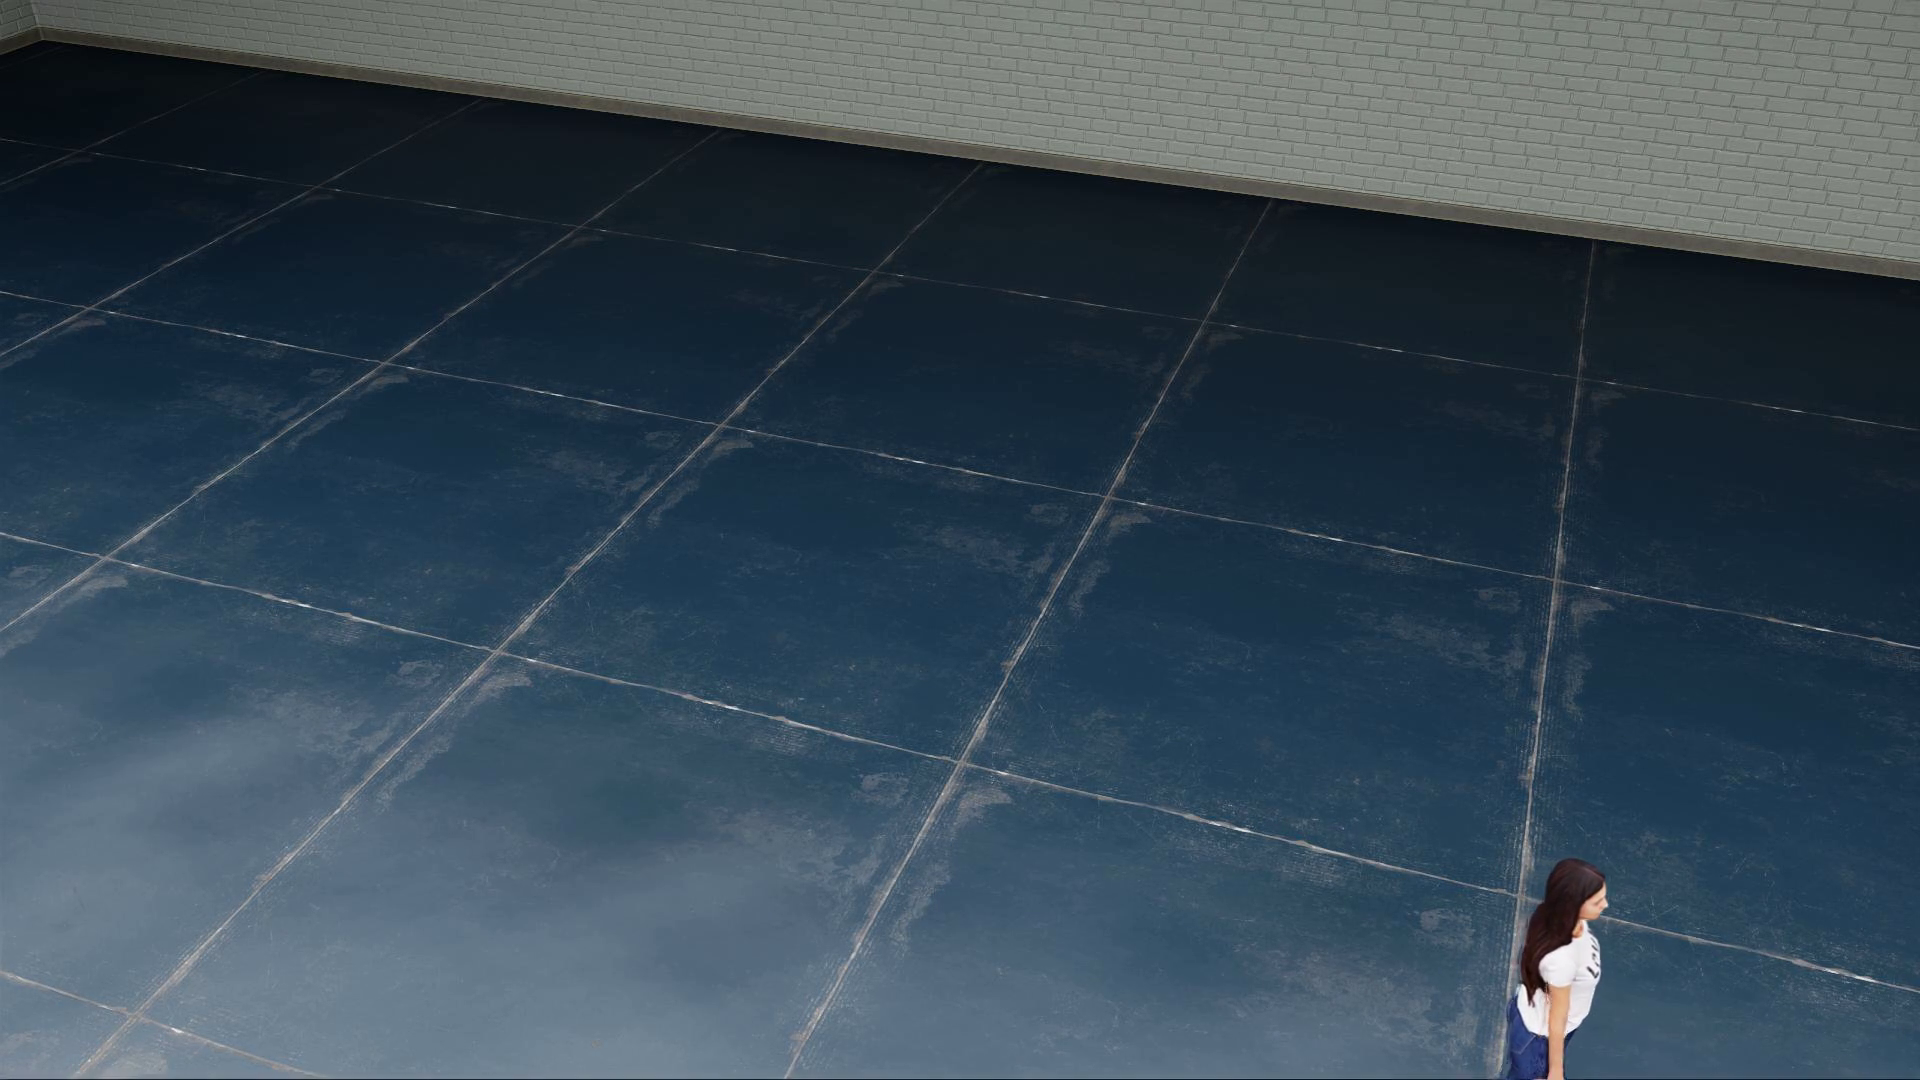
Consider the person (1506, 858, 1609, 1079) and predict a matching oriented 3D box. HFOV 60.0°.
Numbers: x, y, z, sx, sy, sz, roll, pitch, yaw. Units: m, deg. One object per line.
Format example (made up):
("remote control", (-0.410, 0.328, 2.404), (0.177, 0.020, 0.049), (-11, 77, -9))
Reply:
("person", (2.246, 1.933, 6.531), (0.656, 1.777, 0.534), (10, 34, 16))
